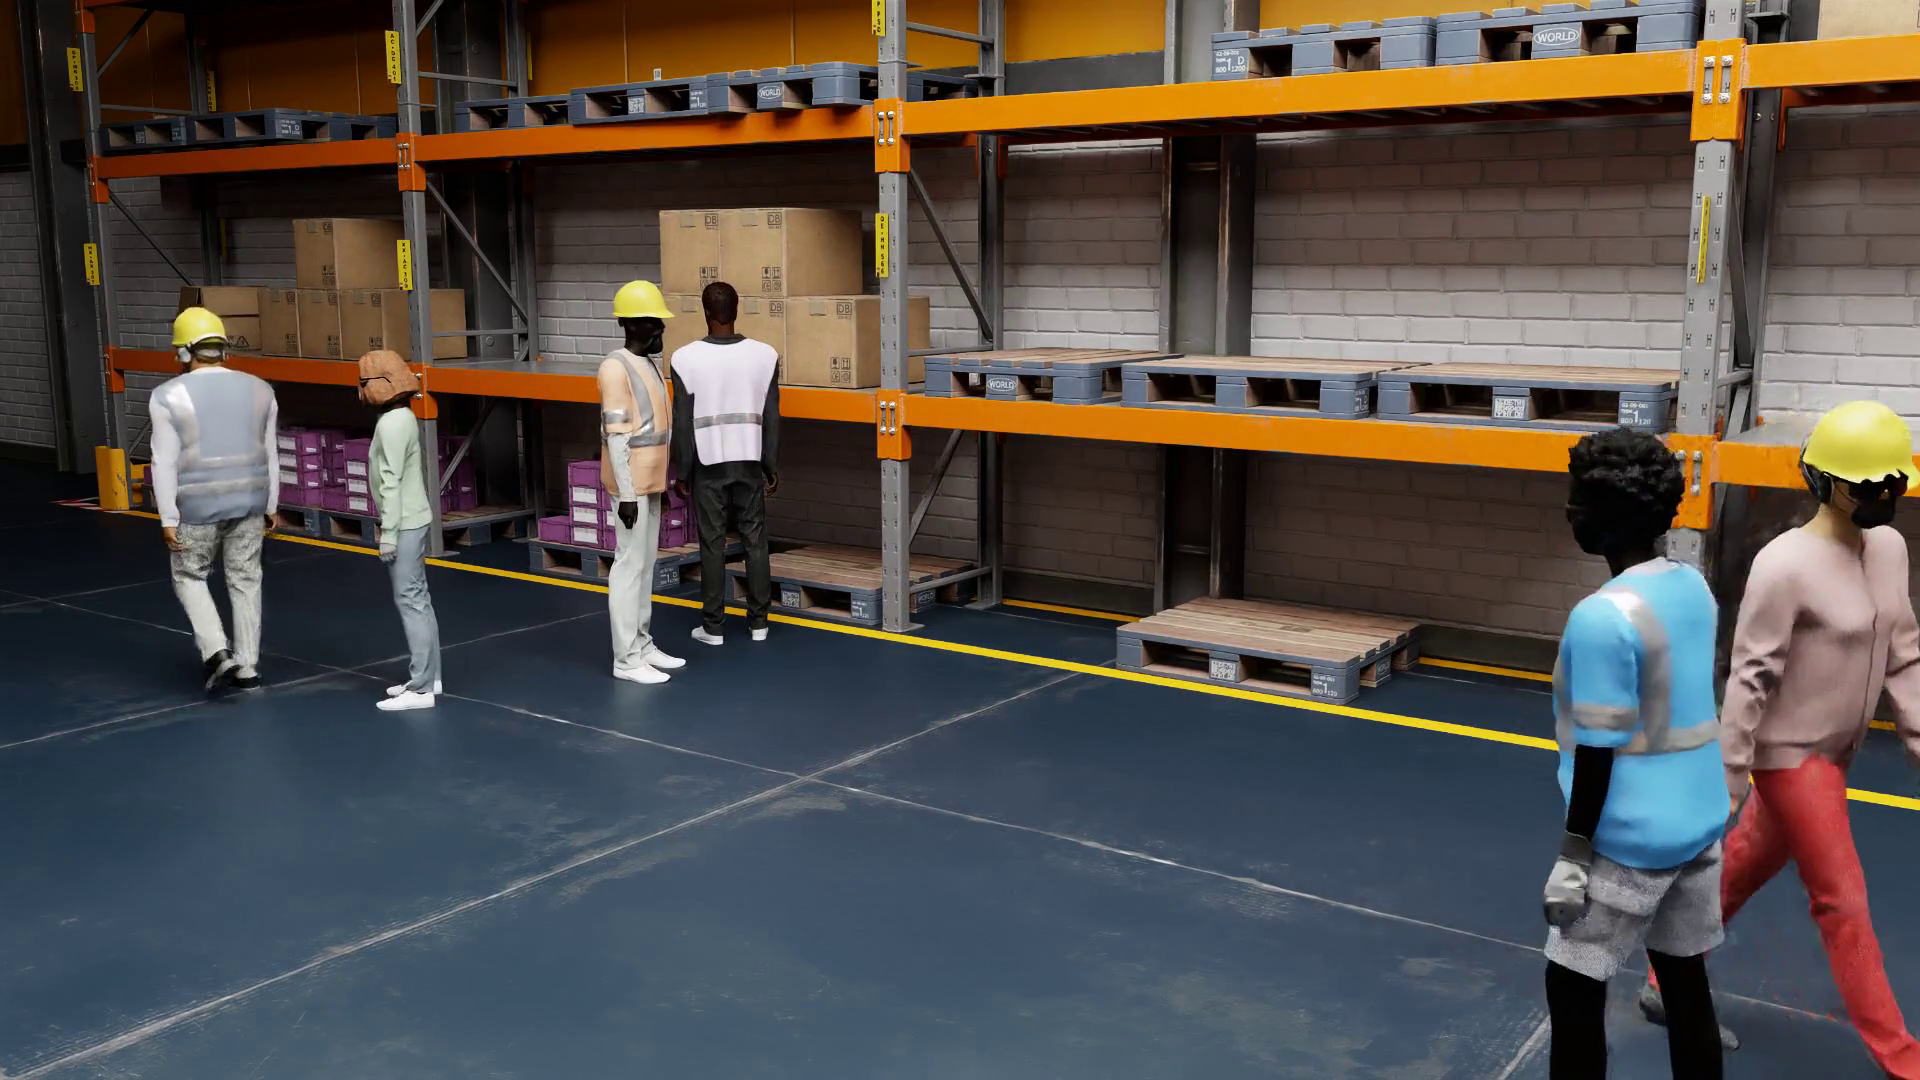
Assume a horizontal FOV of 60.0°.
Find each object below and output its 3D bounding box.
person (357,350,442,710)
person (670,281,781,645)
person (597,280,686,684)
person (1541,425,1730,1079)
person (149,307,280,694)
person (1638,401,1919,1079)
[{"bbox_3d":[-2.545,-0.045,7.552,0.293,1.623,0.494,-2,10,-13],"label":"person"},{"bbox_3d":[-1.228,-0.398,8.781,0.592,1.917,0.392,-4,10,-23],"label":"person"},{"bbox_3d":[-1.538,-0.281,8.045,0.369,1.928,0.586,1,10,6],"label":"person"},{"bbox_3d":[1.392,0.606,3.519,0.544,1.680,0.521,-9,13,-43],"label":"person"},{"bbox_3d":[-3.434,-0.162,7.701,0.591,1.817,0.426,-9,13,-44],"label":"person"},{"bbox_3d":[2.066,0.515,3.980,0.524,1.701,0.938,-7,12,-36],"label":"person"}]
